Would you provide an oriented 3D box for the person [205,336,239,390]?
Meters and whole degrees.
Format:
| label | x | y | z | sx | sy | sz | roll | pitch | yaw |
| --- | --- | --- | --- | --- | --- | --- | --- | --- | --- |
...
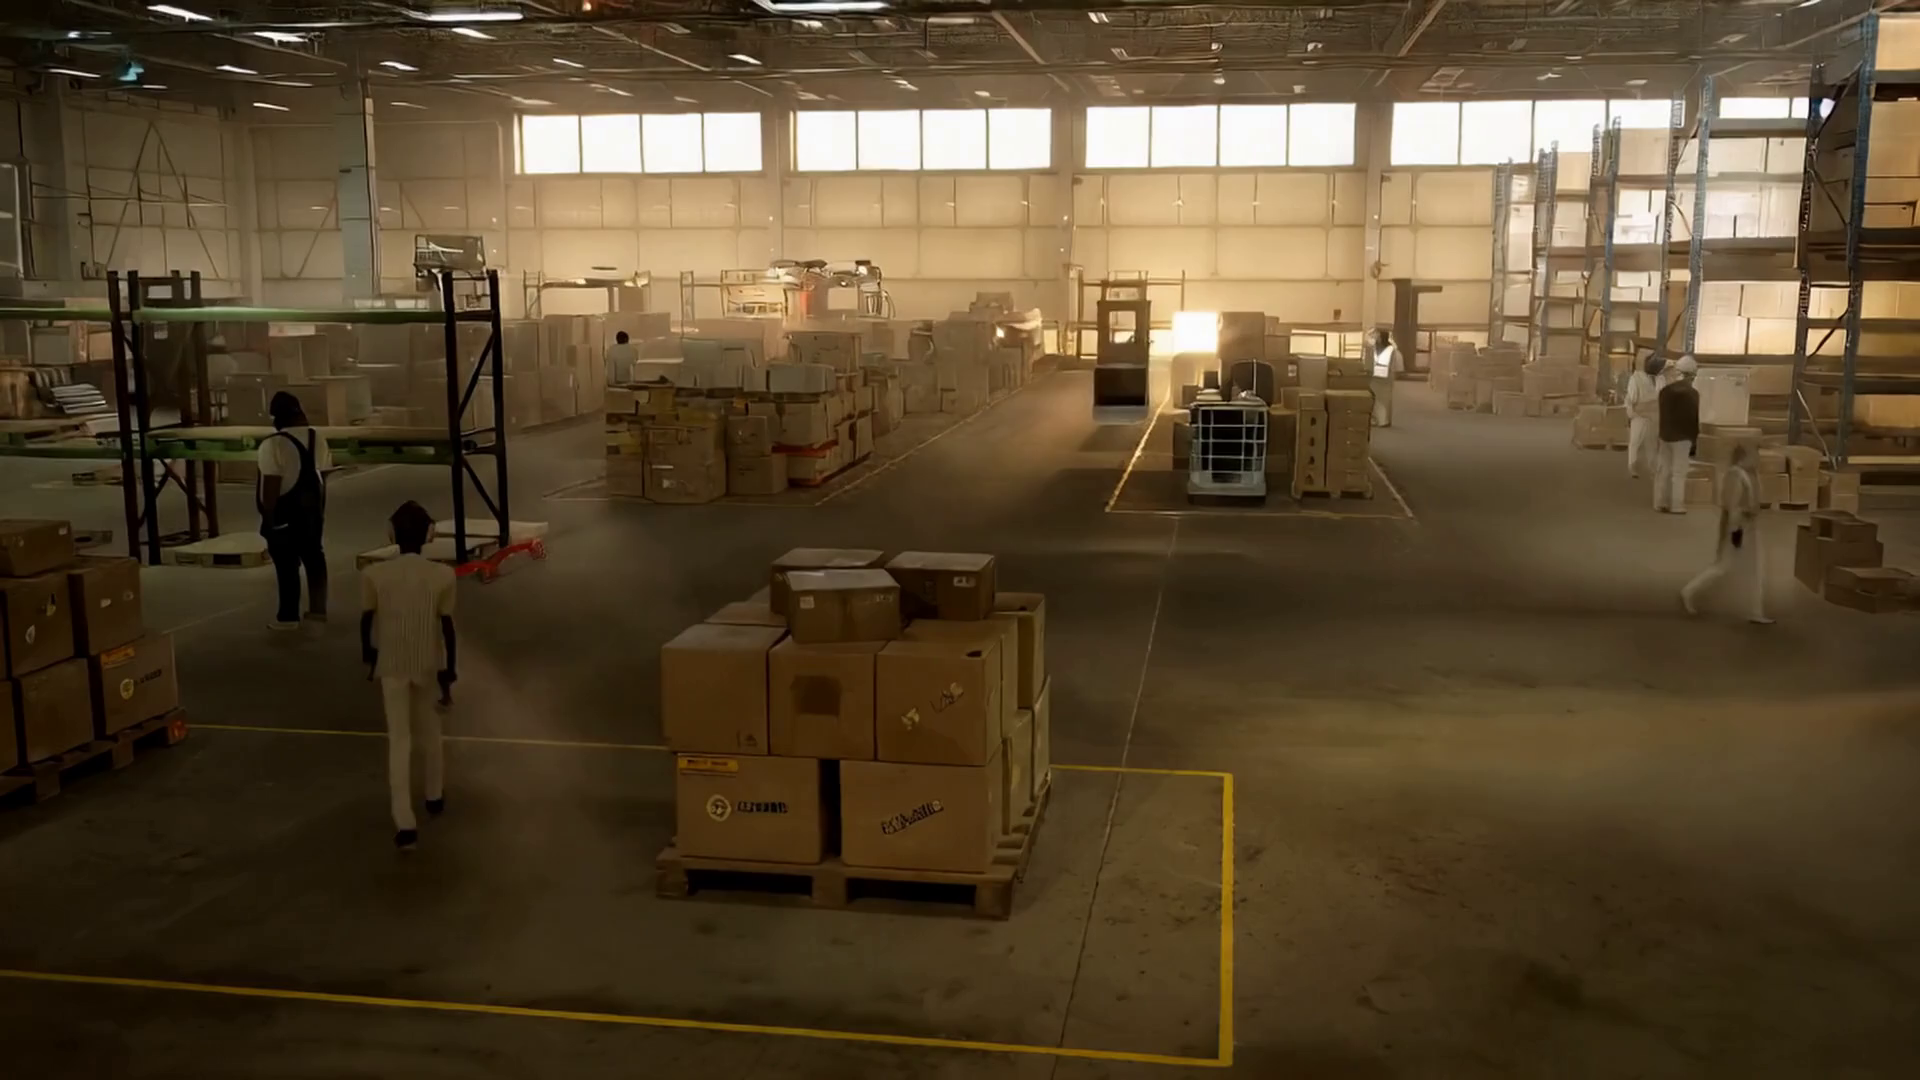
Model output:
| label | x | y | z | sx | sy | sz | roll | pitch | yaw |
| --- | --- | --- | --- | --- | --- | --- | --- | --- | --- |
| person | -12.830 | -2.593 | 28.914 | 0.617 | 1.899 | 0.634 | -2 | 9 | -14 |

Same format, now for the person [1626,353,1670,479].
| label | x | y | z | sx | sy | sz | roll | pitch | yaw |
| --- | --- | --- | --- | --- | --- | --- | --- | --- | --- |
| person | 10.020 | -1.803 | 24.229 | 0.625 | 1.844 | 0.429 | 0 | 9 | 0 |

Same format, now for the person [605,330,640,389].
| label | x | y | z | sx | sy | sz | roll | pitch | yaw |
| --- | --- | --- | --- | --- | --- | --- | --- | --- | --- |
| person | -6.156 | -2.860 | 30.449 | 0.635 | 1.937 | 0.354 | -2 | 9 | -9 |

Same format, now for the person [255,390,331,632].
| label | x | y | z | sx | sy | sz | roll | pitch | yaw |
| --- | --- | --- | --- | --- | --- | --- | --- | --- | --- |
| person | -5.678 | -0.254 | 14.063 | 0.539 | 2.000 | 0.688 | 4 | 10 | 24 |

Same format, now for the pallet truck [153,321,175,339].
| label | x | y | z | sx | sy | sz | roll | pitch | yaw |
| --- | --- | --- | --- | --- | --- | --- | --- | --- | --- |
| pallet truck | -21.869 | -5.598 | 47.154 | 0.823 | 1.965 | 1.885 | 4 | 10 | 26 |

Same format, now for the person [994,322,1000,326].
| label | x | y | z | sx | sy | sz | roll | pitch | yaw |
| --- | --- | --- | --- | --- | --- | --- | --- | --- | --- |
| person | 1.015 | -5.281 | 46.379 | 0.749 | 1.600 | 0.534 | 1 | 9 | 8 |

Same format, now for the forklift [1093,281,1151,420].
| label | x | y | z | sx | sy | sz | roll | pitch | yaw |
| --- | --- | --- | --- | --- | --- | --- | --- | --- | --- |
| forklift | 3.330 | -3.911 | 34.034 | 1.129 | 2.768 | 1.873 | 1 | 9 | 9 |

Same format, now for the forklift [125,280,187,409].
| label | x | y | z | sx | sy | sz | roll | pitch | yaw |
| --- | --- | --- | --- | --- | --- | --- | --- | --- | --- |
| forklift | -17.528 | -4.337 | 36.665 | 1.873 | 2.768 | 1.129 | 6 | 11 | 33 |

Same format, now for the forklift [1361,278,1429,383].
| label | x | y | z | sx | sy | sz | roll | pitch | yaw |
| --- | --- | --- | --- | --- | --- | --- | --- | --- | --- |
| forklift | 11.882 | -5.672 | 44.897 | 1.873 | 2.768 | 1.129 | 1 | 9 | 9 |

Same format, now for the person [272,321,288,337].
| label | x | y | z | sx | sy | sz | roll | pitch | yaw |
| --- | --- | --- | --- | --- | --- | --- | --- | --- | --- |
| person | -15.697 | -4.196 | 38.742 | 0.698 | 1.918 | 0.662 | -3 | 10 | -17 |

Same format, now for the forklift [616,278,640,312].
| label | x | y | z | sx | sy | sz | roll | pitch | yaw |
| --- | --- | --- | --- | --- | --- | --- | --- | --- | --- |
| forklift | -9.044 | -5.765 | 45.468 | 1.873 | 2.768 | 1.129 | 1 | 9 | 9 |

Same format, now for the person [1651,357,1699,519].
| label | x | y | z | sx | sy | sz | roll | pitch | yaw |
| --- | --- | --- | --- | --- | --- | --- | --- | --- | --- |
| person | 8.824 | -1.254 | 20.419 | 0.409 | 1.985 | 0.609 | -4 | 10 | -21 |

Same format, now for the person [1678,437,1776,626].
| label | x | y | z | sx | sy | sz | roll | pitch | yaw |
| --- | --- | --- | --- | --- | --- | --- | --- | --- | --- |
| person | 6.664 | -0.091 | 14.352 | 0.514 | 1.613 | 0.738 | -7 | 12 | -37 |

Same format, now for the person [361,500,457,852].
| label | x | y | z | sx | sy | sz | roll | pitch | yaw |
| --- | --- | --- | --- | --- | --- | --- | --- | --- | --- |
| person | -2.927 | 0.703 | 8.877 | 0.503 | 1.819 | 1.004 | -3 | 10 | -19 |

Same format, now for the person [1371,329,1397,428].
| label | x | y | z | sx | sy | sz | roll | pitch | yaw |
| --- | --- | --- | --- | --- | --- | --- | --- | --- | --- |
| person | 8.203 | -3.127 | 32.196 | 0.397 | 1.911 | 0.587 | -5 | 10 | -28 |

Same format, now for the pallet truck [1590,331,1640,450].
| label | x | y | z | sx | sy | sz | roll | pitch | yaw |
| --- | --- | --- | --- | --- | --- | --- | --- | --- | --- |
| pallet truck | 11.253 | -2.573 | 28.499 | 0.823 | 1.965 | 1.885 | 5 | 10 | 27 |
